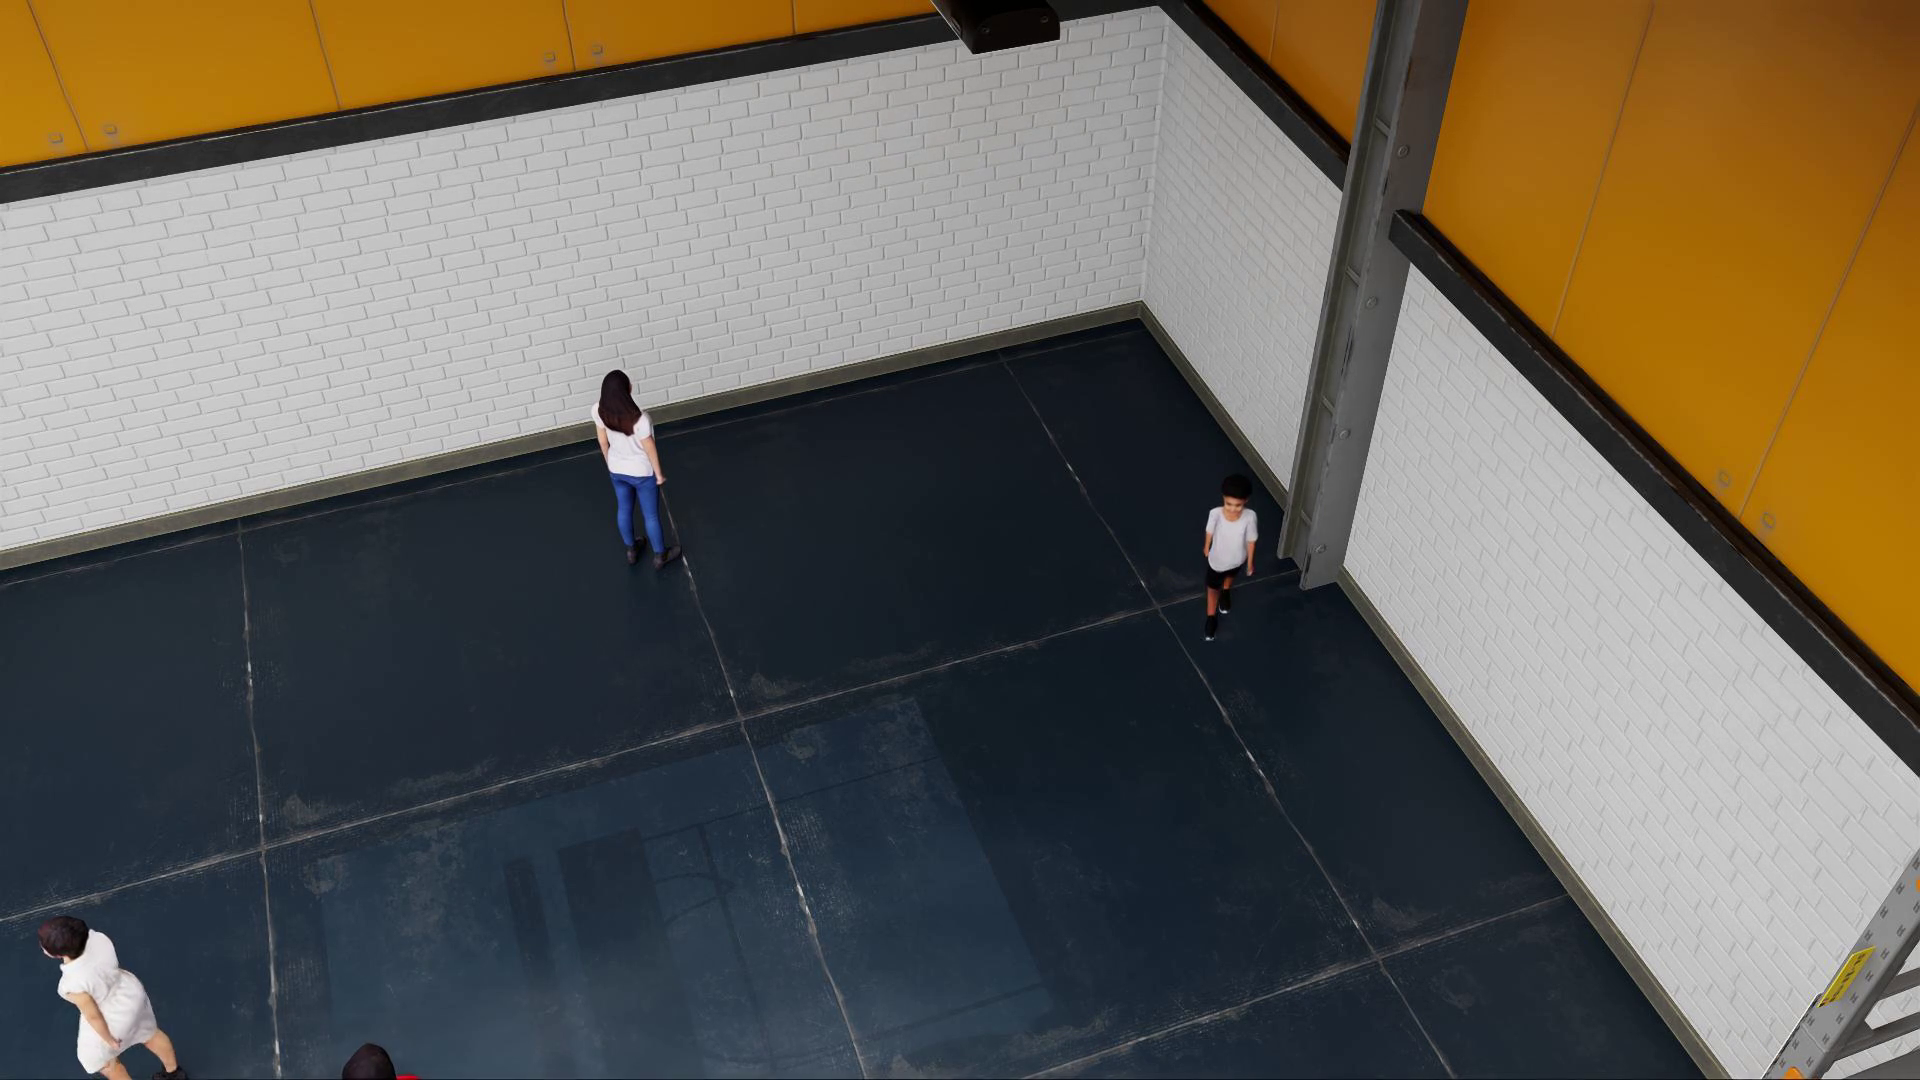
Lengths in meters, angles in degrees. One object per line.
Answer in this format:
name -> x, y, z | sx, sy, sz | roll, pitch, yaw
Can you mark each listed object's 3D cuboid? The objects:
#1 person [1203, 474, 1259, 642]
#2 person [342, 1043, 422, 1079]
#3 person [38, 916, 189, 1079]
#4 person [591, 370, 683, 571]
person -> 1.818, 0.018, 11.207 | 0.704, 1.236, 0.856 | 4, 44, 5
person -> -2.591, 2.883, 7.836 | 0.579, 1.737, 0.511 | -11, 45, -11
person -> -4.251, 2.395, 8.488 | 0.749, 1.543, 0.665 | 4, 44, 4
person -> -2.240, -0.465, 11.388 | 0.675, 1.685, 0.724 | 16, 46, 16
